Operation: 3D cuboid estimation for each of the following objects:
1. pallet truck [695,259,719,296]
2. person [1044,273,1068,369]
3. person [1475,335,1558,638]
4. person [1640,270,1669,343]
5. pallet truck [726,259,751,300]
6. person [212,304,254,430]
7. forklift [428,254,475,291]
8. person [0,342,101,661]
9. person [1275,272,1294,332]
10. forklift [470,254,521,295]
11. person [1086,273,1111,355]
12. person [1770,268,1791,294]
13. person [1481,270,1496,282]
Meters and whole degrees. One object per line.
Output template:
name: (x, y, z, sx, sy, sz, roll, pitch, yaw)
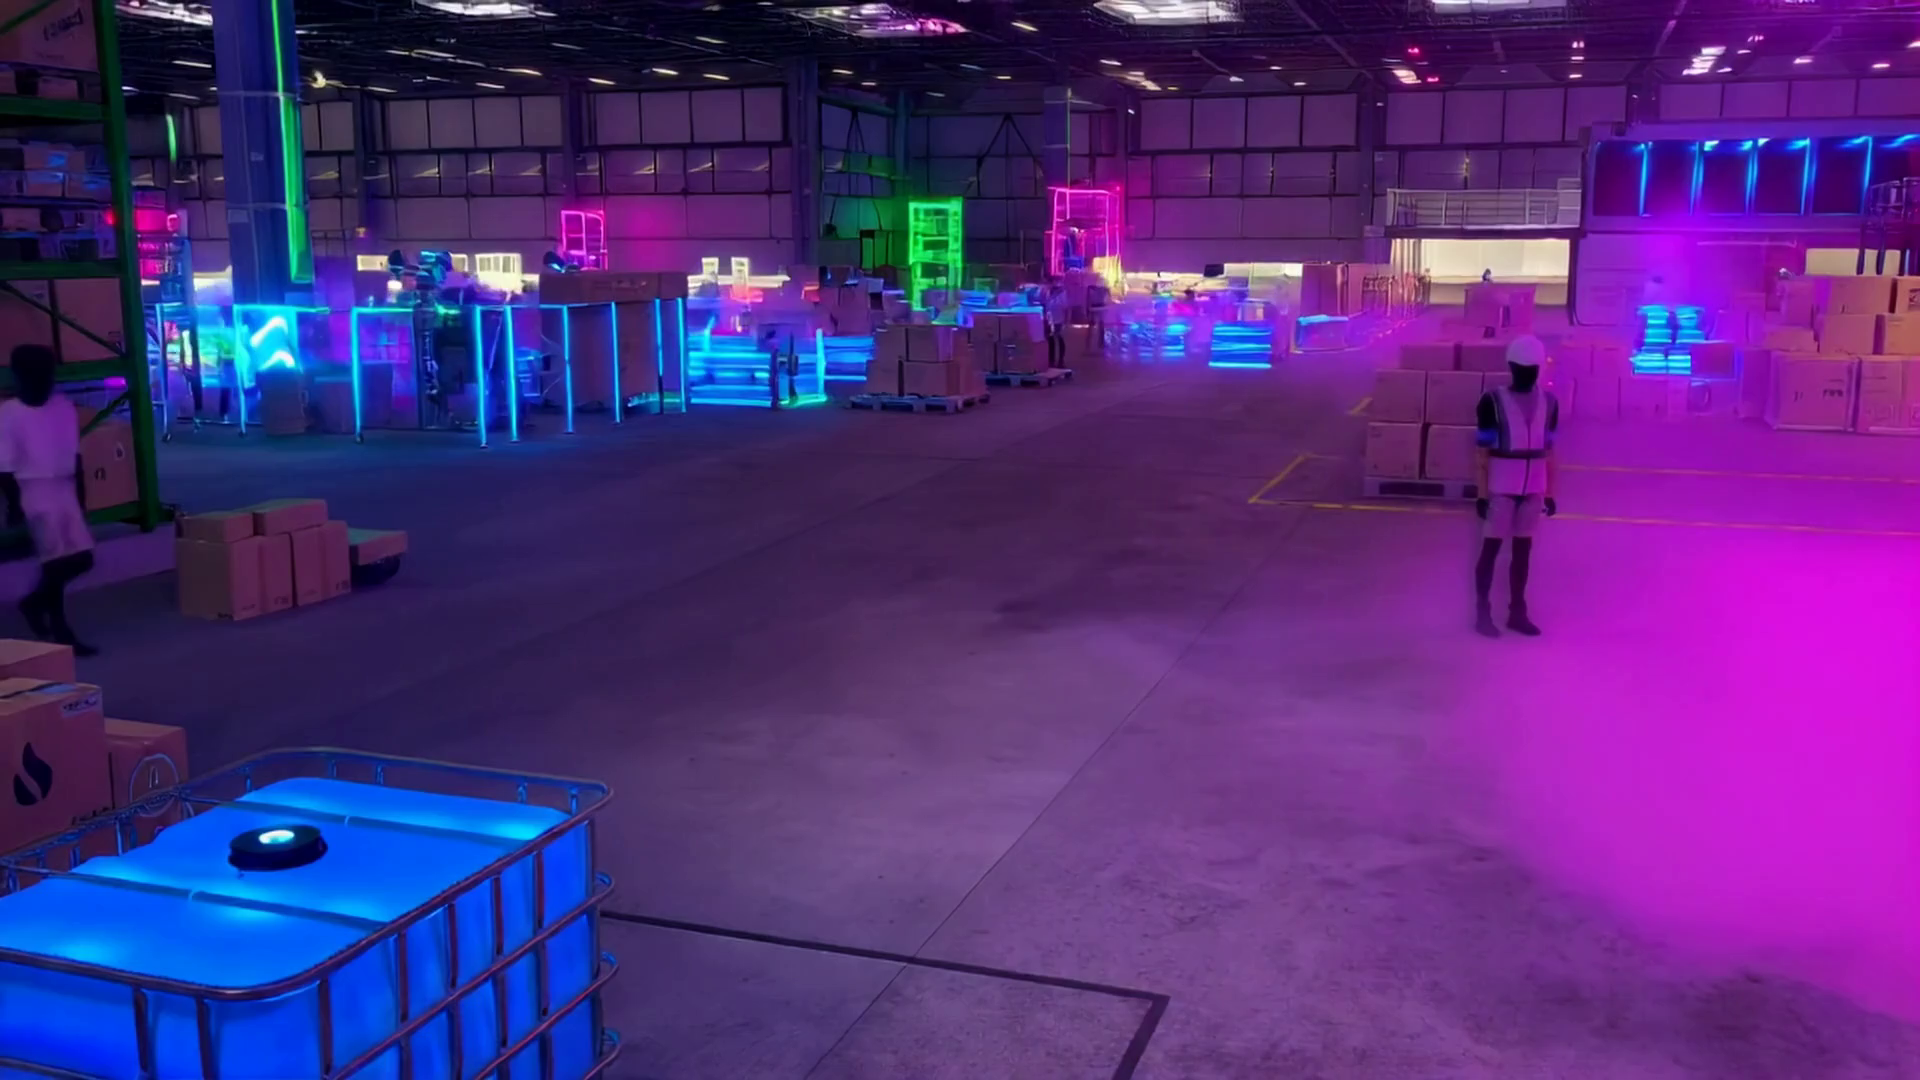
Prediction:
pallet truck: (-9.165, -9.627, 62.776, 0.823, 1.965, 1.885, 4, 11, 23)
person: (1.923, -4.432, 33.684, 0.542, 1.939, 0.361, 10, 14, 43)
person: (3.554, -0.337, 10.620, 0.543, 1.939, 0.360, -2, 10, -11)
person: (17.421, -5.831, 41.738, 0.594, 1.876, 0.612, 1, 10, 5)
pallet truck: (-7.986, -9.493, 62.019, 0.823, 1.965, 1.885, 3, 11, 17)
person: (-9.874, -2.343, 22.596, 0.316, 1.699, 0.540, 8, 13, 39)
forklift: (-20.133, -10.254, 65.465, 1.157, 1.987, 2.680, 3, 11, 19)
person: (-5.511, -0.217, 9.949, 0.607, 1.937, 0.654, 2, 10, 13)
person: (9.232, -6.763, 47.360, 0.527, 1.751, 0.515, 0, 10, 2)
forklift: (-17.990, -10.121, 64.684, 1.157, 1.987, 2.680, 3, 11, 17)
person: (3.127, -5.116, 37.711, 0.597, 1.870, 0.406, 4, 11, 19)
person: (18.311, -5.049, 37.030, 0.754, 2.004, 0.390, -5, 11, -25)
person: (10.895, -4.621, 34.460, 0.720, 2.000, 1.014, 6, 12, 33)
